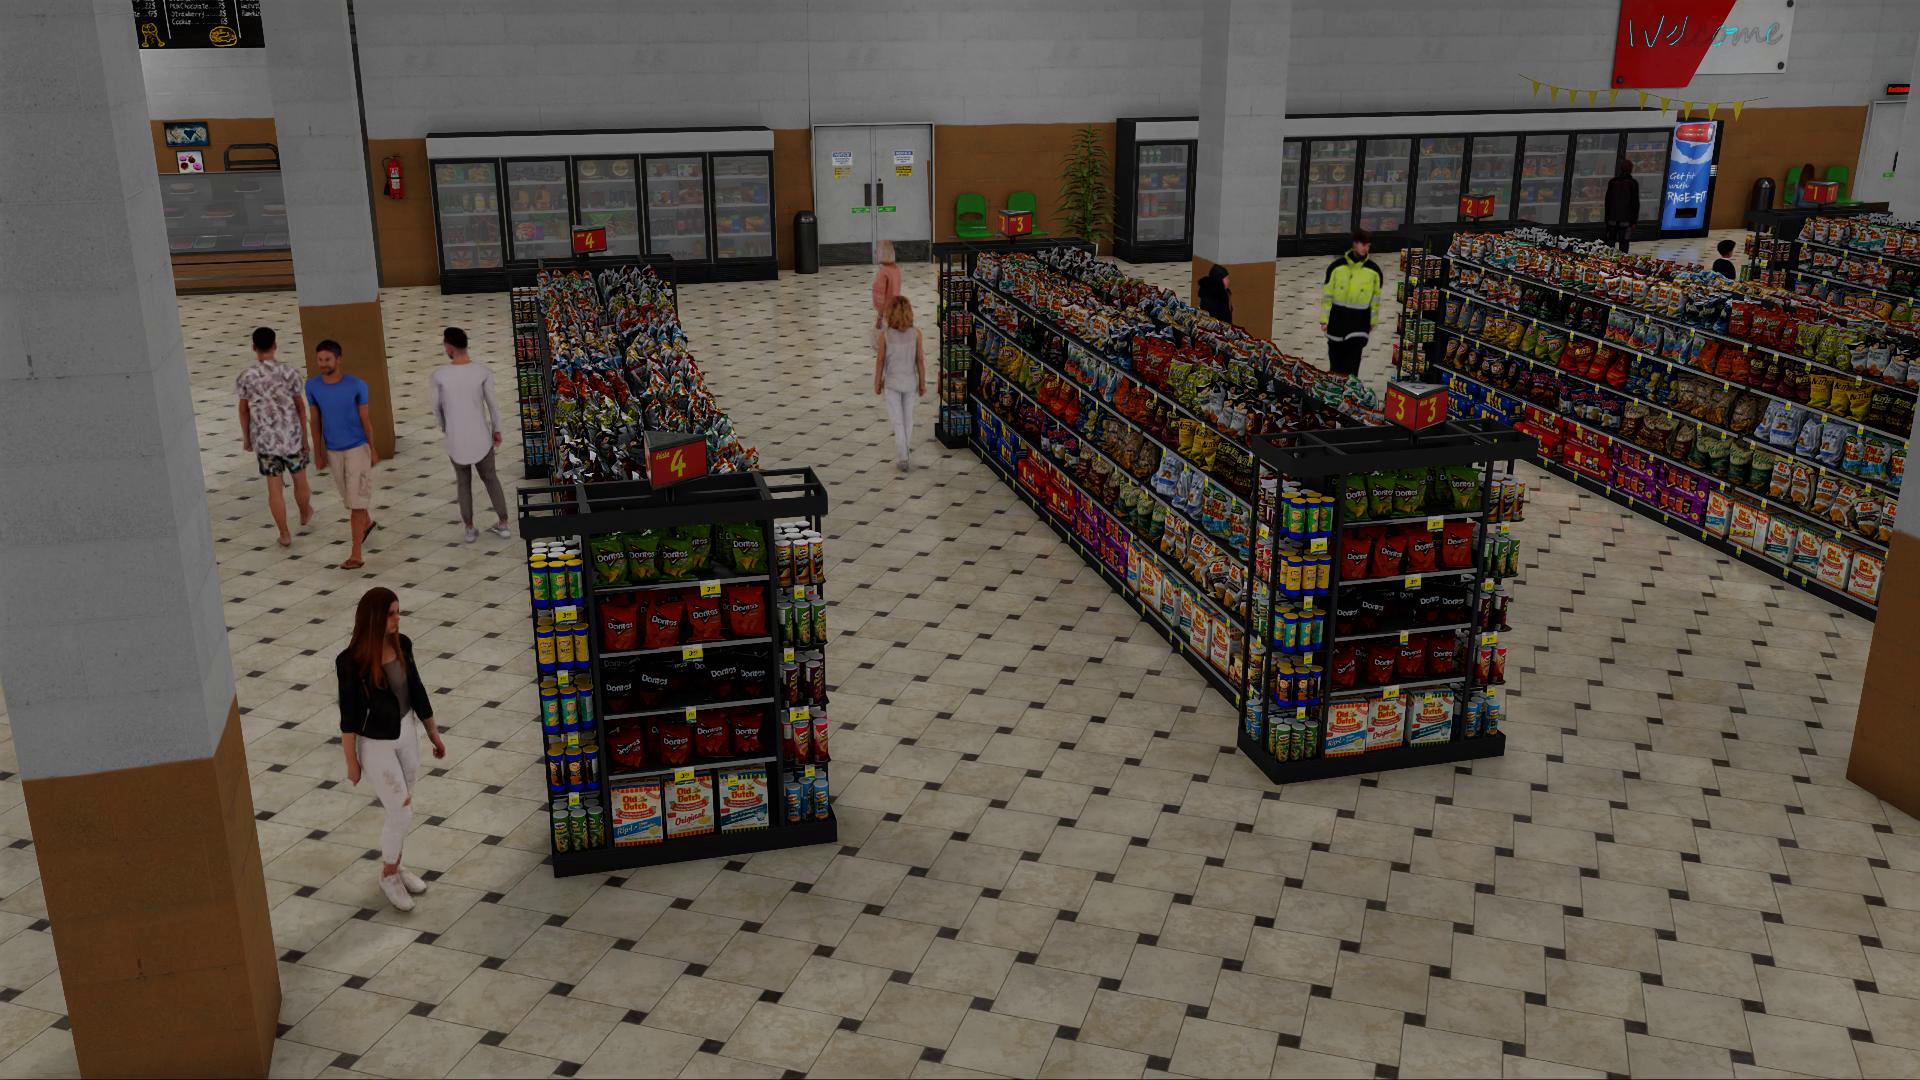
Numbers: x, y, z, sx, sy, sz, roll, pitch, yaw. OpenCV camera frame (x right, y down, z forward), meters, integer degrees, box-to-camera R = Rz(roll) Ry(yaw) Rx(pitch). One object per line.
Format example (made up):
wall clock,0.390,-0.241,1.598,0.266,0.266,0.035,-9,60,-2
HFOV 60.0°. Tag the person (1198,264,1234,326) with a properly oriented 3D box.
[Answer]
person,2.667,-2.097,17.669,0.842,1.675,0.748,5,19,14

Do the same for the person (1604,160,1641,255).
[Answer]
person,10.461,-5.102,26.347,0.757,1.825,0.860,15,24,38

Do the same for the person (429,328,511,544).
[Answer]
person,-4.080,-0.836,13.715,0.708,1.811,0.699,-4,19,-11

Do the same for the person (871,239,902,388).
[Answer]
person,-0.757,-2.557,18.969,0.860,1.716,0.810,8,20,22

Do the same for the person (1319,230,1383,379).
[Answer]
person,4.254,-2.407,18.210,1.202,1.917,1.407,5,19,15

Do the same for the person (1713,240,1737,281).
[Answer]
person,10.172,-3.402,22.248,0.582,1.223,0.450,-8,20,-22

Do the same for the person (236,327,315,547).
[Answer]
person,-5.624,-0.822,13.715,0.749,1.786,1.010,-7,20,-20

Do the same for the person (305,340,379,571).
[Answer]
person,-4.912,-0.723,13.404,0.900,1.796,1.371,0,19,1

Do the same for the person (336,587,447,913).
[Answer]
person,-2.944,1.024,8.399,0.784,1.685,0.719,9,21,25

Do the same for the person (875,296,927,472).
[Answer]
person,-0.552,-1.467,15.844,0.613,1.648,0.867,-5,19,-14

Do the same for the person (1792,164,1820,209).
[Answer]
person,14.720,-5.777,28.940,0.859,1.447,1.018,5,19,14
